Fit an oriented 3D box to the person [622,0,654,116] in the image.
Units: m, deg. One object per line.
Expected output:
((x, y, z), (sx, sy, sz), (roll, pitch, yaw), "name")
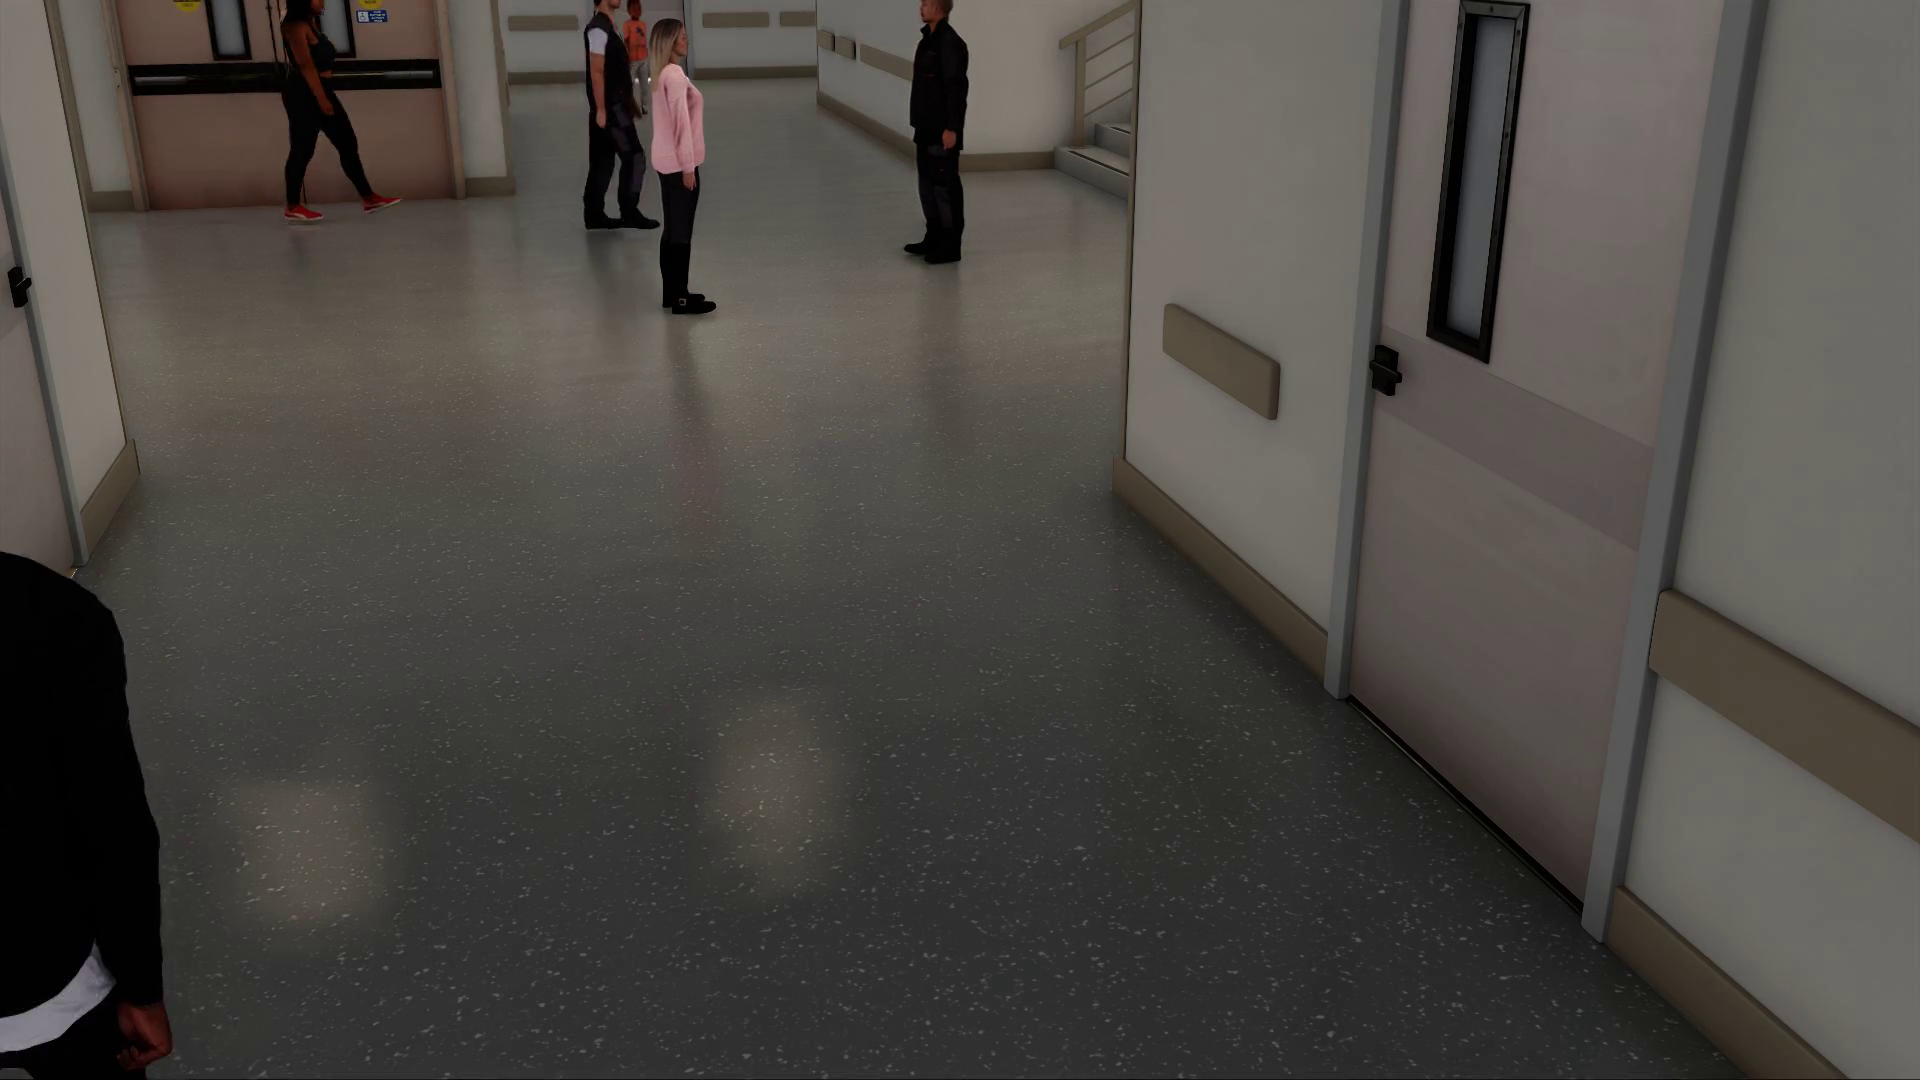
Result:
((-3.794, -5.594, 19.319), (0.810, 1.294, 0.705), (-14, 25, -33), "person")

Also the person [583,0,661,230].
((-2.669, -3.173, 12.172), (0.799, 1.830, 0.682), (-4, 21, -11), "person")

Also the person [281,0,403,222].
((-4.980, -3.284, 12.532), (1.126, 1.781, 0.777), (-1, 21, -4), "person")

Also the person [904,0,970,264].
((-0.134, -2.836, 11.229), (0.628, 1.867, 0.781), (-8, 22, -20), "person")

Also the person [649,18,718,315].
((-1.678, -2.198, 9.799), (0.565, 1.687, 0.621), (-8, 22, -20), "person")
